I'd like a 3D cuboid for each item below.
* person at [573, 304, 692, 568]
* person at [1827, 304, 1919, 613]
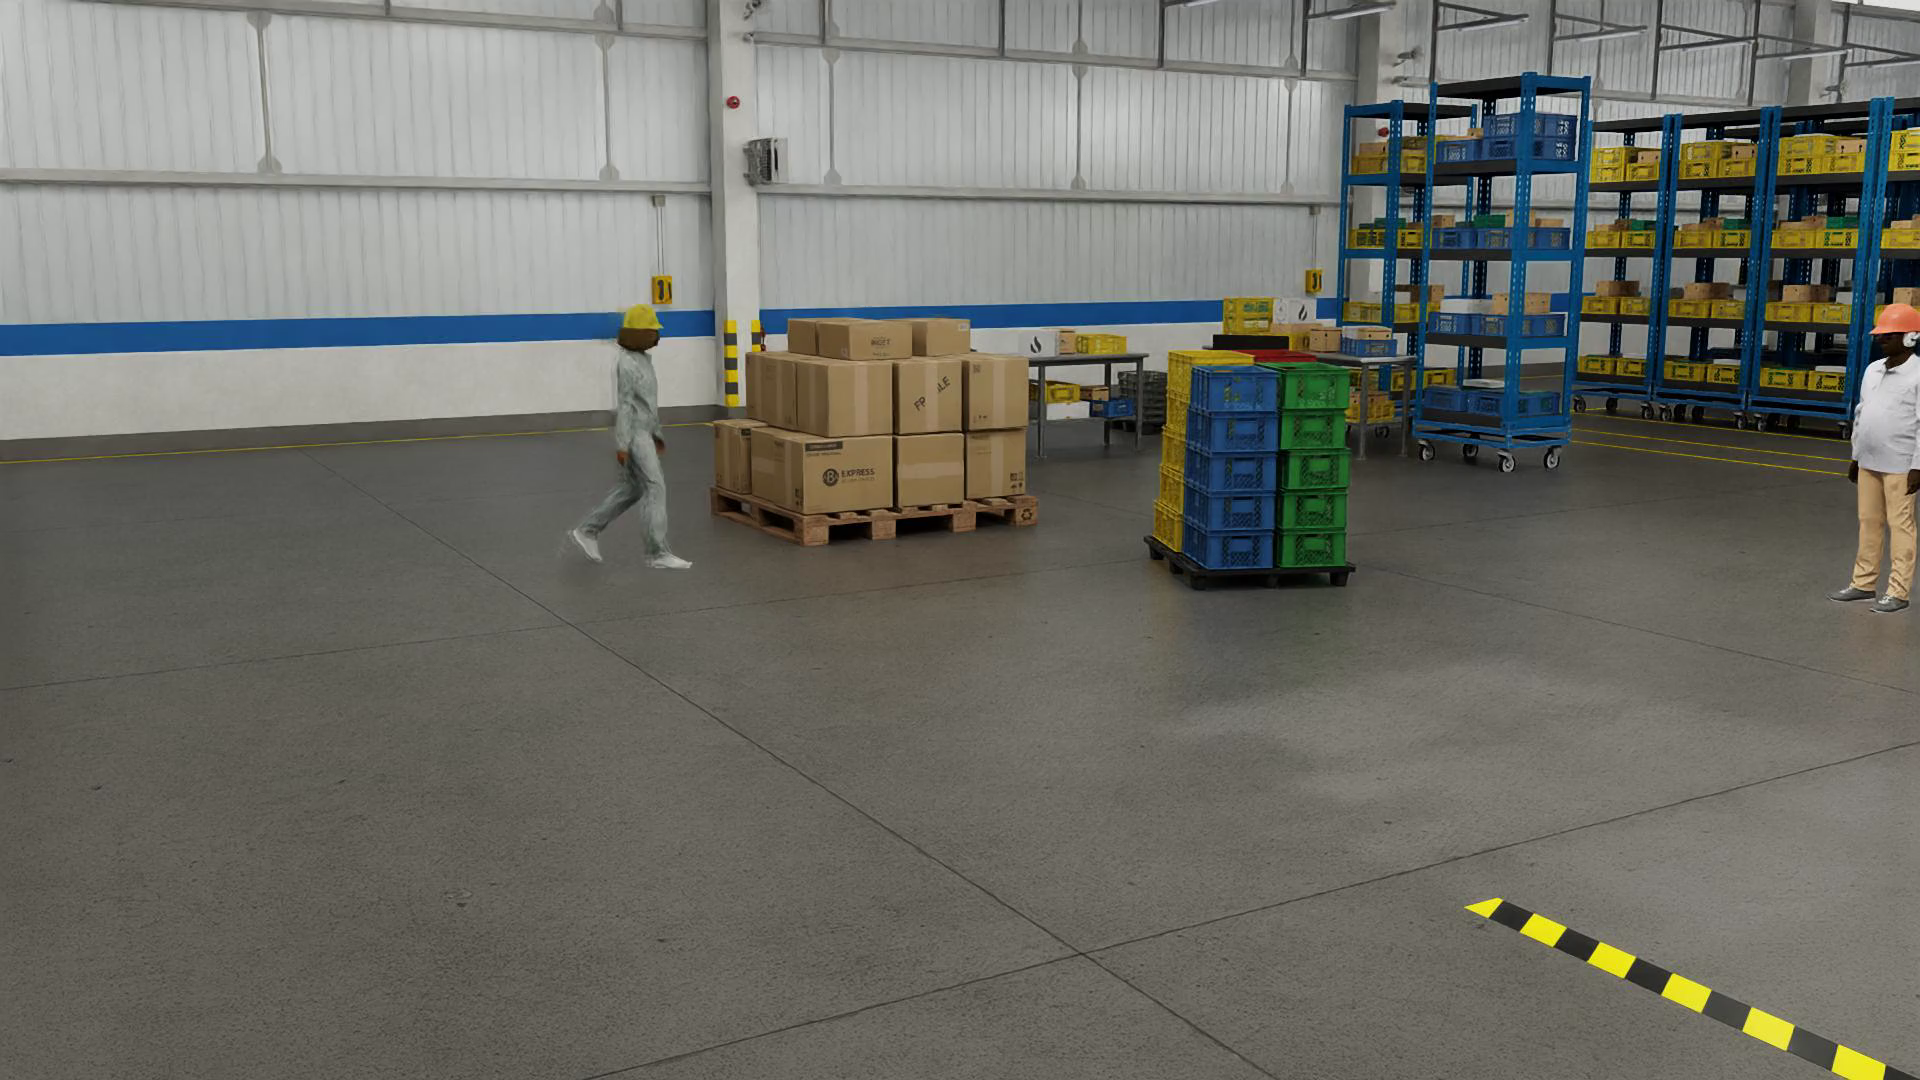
[{"bbox_3d":[-2.153,-0.665,10.738,0.753,1.715,0.488,0,10,-1],"label":"person"},{"bbox_3d":[5.296,-0.467,9.504,0.330,1.751,0.564,-2,10,-13],"label":"person"}]
